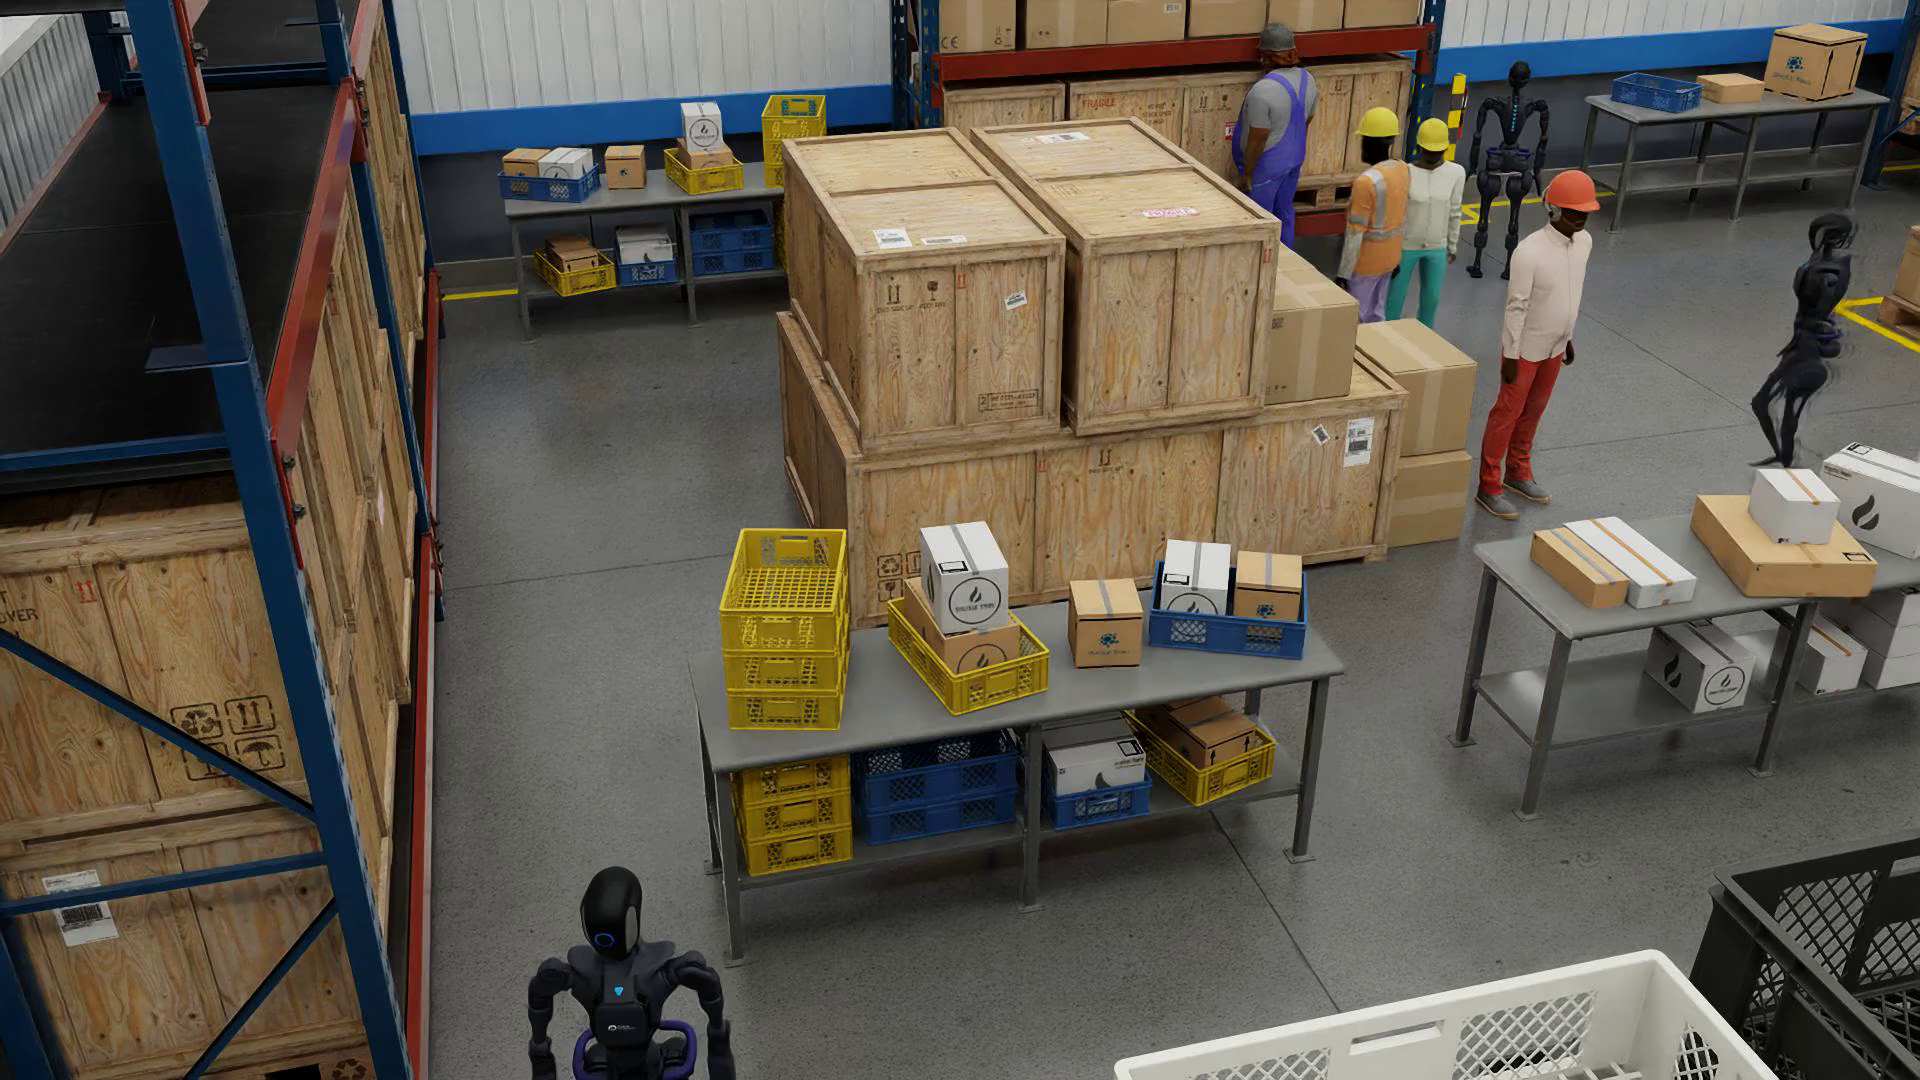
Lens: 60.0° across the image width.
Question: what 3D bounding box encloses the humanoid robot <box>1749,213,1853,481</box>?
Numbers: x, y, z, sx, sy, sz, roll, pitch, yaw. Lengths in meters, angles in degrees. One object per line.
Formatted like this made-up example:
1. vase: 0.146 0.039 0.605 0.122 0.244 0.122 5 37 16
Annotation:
1. humanoid robot: 4.864 -1.096 9.649 0.408 1.650 0.596 6 29 10

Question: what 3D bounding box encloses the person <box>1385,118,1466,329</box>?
1. person: 3.076 -1.950 11.114 0.533 1.757 0.328 -3 29 -5

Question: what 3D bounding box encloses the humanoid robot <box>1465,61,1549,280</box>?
1. humanoid robot: 4.198 -2.849 12.813 0.600 1.657 0.331 7 30 13

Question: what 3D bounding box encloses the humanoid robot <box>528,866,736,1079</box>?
1. humanoid robot: -0.910 1.608 4.723 0.609 1.657 0.313 -3 29 -6

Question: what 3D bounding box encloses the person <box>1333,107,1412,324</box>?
1. person: 2.623 -1.813 10.703 0.420 1.914 0.602 22 36 35

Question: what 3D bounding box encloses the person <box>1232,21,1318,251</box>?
1. person: 2.281 -2.832 12.423 0.687 2.000 0.536 -24 37 -37

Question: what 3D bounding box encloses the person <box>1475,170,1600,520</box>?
1. person: 3.253 -1.094 9.315 0.611 1.995 0.388 -19 34 -30
